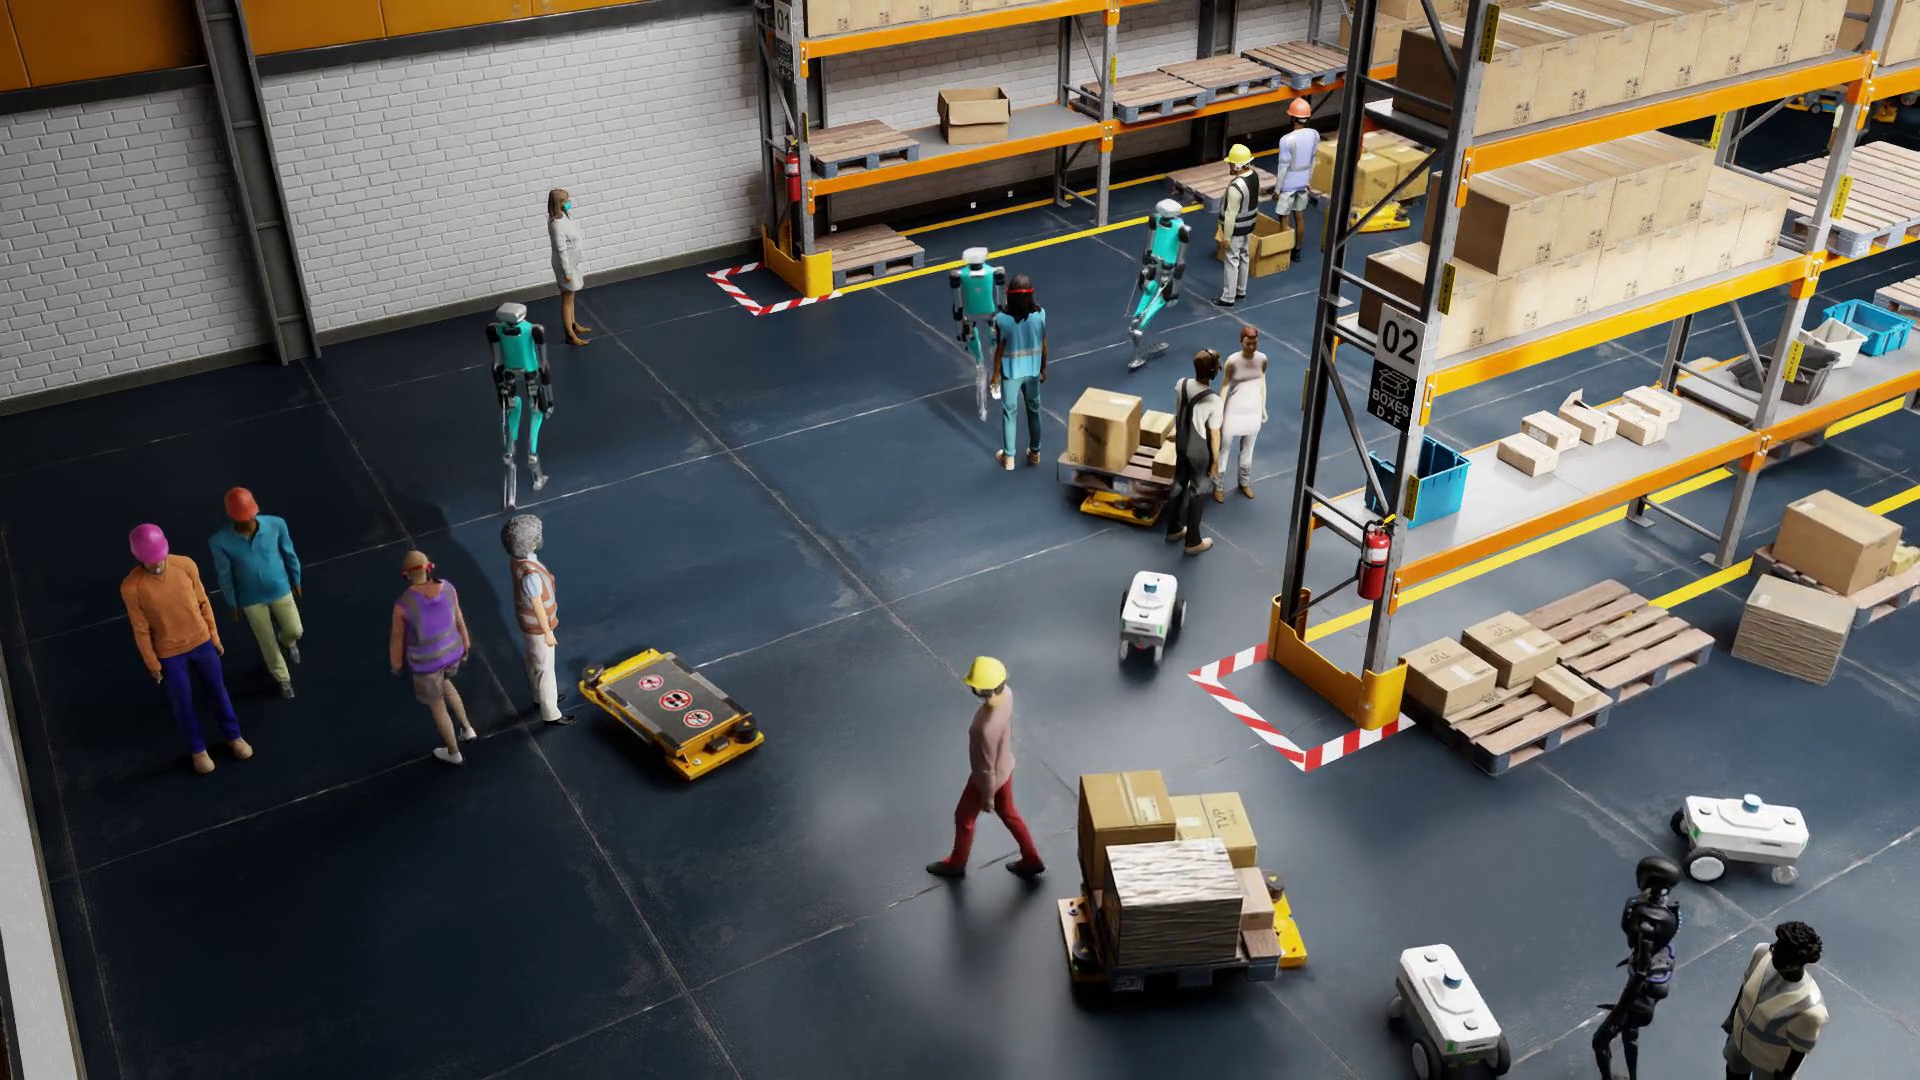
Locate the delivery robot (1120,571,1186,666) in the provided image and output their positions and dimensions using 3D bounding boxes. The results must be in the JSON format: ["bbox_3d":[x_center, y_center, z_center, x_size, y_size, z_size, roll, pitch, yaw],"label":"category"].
[{"bbox_3d":[1.466,0.558,12.908,0.499,0.577,0.769,8,33,13],"label":"delivery robot"}]

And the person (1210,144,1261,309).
[{"bbox_3d":[2.995,-3.399,18.046,0.403,1.825,0.589,19,37,28],"label":"person"}]

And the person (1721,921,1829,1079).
[{"bbox_3d":[4.142,2.611,8.578,0.320,1.693,0.532,-6,33,-10],"label":"person"}]

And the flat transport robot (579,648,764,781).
[{"bbox_3d":[-2.121,1.223,12.134,0.659,0.231,1.431,-26,41,-35],"label":"flat transport robot"}]

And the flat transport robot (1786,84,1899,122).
[{"bbox_3d":[12.852,-6.360,24.227,1.431,0.231,0.659,15,35,23],"label":"flat transport robot"}]

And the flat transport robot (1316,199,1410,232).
[{"bbox_3d":[4.982,-4.212,20.801,0.659,0.231,1.431,-9,33,-15],"label":"flat transport robot"}]

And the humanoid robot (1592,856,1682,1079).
[{"bbox_3d":[3.678,2.383,8.960,0.377,1.637,0.600,16,36,24],"label":"humanoid robot"}]

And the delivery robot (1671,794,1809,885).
[{"bbox_3d":[5.032,1.913,10.782,0.797,0.613,0.499,6,33,9],"label":"delivery robot"}]

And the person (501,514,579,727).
[{"bbox_3d":[-3.005,0.571,11.833,0.309,1.690,0.437,-15,35,-23],"label":"person"}]

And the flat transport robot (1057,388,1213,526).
[{"bbox_3d":[1.634,-0.592,15.027,0.659,0.231,1.431,13,34,20],"label":"flat transport robot"}]

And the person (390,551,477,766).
[{"bbox_3d":[-3.631,0.824,11.445,0.405,1.677,0.508,21,38,30],"label":"person"}]

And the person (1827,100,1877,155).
[{"bbox_3d":[10.674,-4.682,20.067,0.565,1.846,0.390,-13,34,-20],"label":"person"}]

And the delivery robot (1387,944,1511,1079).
[{"bbox_3d":[2.785,2.718,9.498,0.512,0.614,0.785,-6,33,-9],"label":"delivery robot"}]

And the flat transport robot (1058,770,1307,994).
[{"bbox_3d":[1.362,2.387,10.278,1.431,0.231,0.659,-3,32,-5],"label":"flat transport robot"}]

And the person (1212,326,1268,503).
[{"bbox_3d":[2.463,-1.106,14.533,0.461,1.658,0.271,-8,33,-12],"label":"person"}]

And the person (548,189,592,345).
[{"bbox_3d":[-4.073,-2.855,17.325,0.338,1.659,0.485,-2,32,-3],"label":"person"}]

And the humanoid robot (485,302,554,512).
[{"bbox_3d":[-3.869,-1.070,14.501,0.546,1.876,0.818,4,32,7],"label":"humanoid robot"}]

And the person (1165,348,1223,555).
[{"bbox_3d":[1.958,-0.736,13.788,0.343,1.838,0.499,-23,39,-32],"label":"person"}]

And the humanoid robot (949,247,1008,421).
[{"bbox_3d":[0.232,-2.090,16.065,0.578,1.778,0.905,5,32,8],"label":"humanoid robot"}]

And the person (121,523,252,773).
[{"bbox_3d":[-5.305,0.721,11.337,0.513,1.974,0.406,-26,41,-35],"label":"person"}]

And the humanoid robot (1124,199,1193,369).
[{"bbox_3d":[1.895,-2.504,16.677,0.873,1.755,0.539,-24,39,-33],"label":"humanoid robot"}]

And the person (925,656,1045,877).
[{"bbox_3d":[0.190,1.436,10.406,0.754,1.734,0.537,10,33,16],"label":"person"}]

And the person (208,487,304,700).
[{"bbox_3d":[-5.102,0.343,12.157,0.568,1.734,0.459,-18,37,-27],"label":"person"}]

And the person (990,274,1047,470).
[{"bbox_3d":[0.543,-1.501,14.975,0.527,1.866,0.390,-8,33,-12],"label":"person"}]

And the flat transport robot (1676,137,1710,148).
[{"bbox_3d":[9.560,-5.240,22.441,1.431,0.231,0.659,9,33,14],"label":"flat transport robot"}]

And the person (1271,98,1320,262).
[{"bbox_3d":[3.797,-4.086,19.032,0.545,1.937,0.357,-19,37,-28],"label":"person"}]
